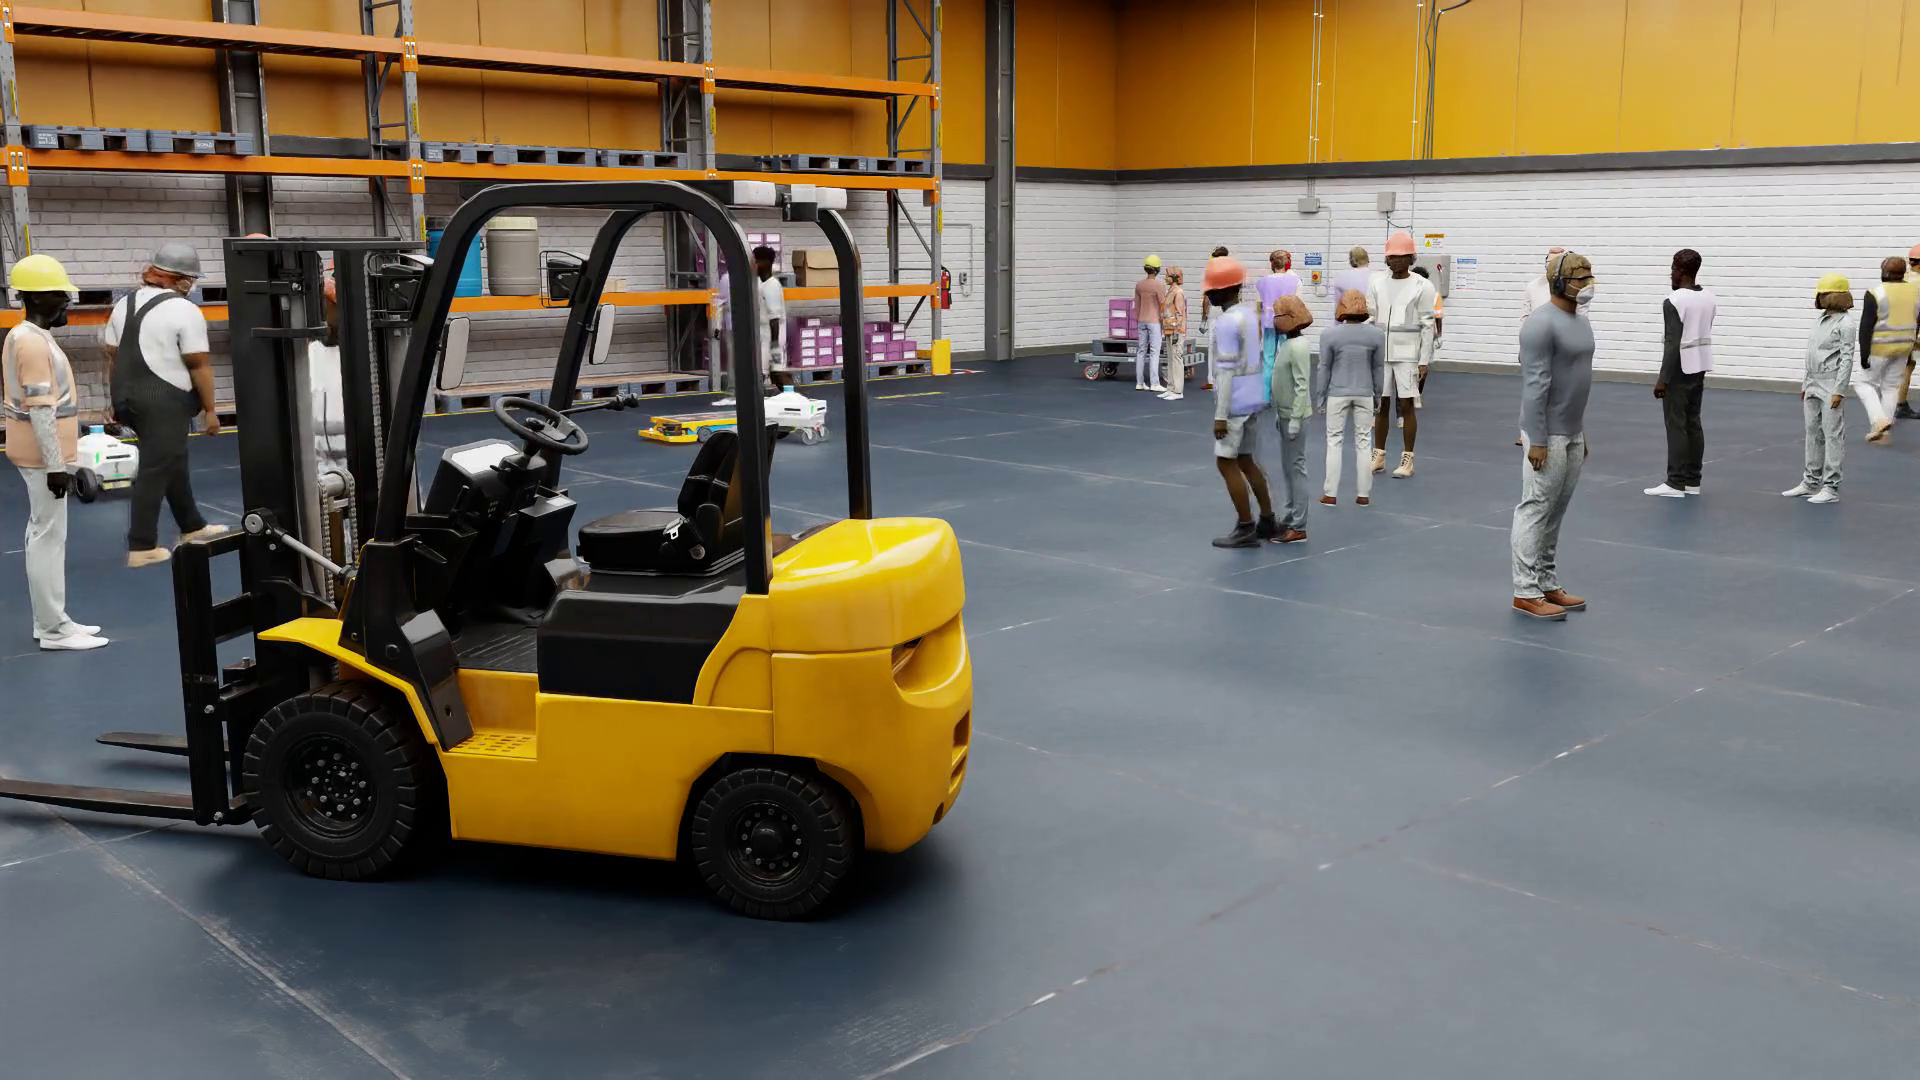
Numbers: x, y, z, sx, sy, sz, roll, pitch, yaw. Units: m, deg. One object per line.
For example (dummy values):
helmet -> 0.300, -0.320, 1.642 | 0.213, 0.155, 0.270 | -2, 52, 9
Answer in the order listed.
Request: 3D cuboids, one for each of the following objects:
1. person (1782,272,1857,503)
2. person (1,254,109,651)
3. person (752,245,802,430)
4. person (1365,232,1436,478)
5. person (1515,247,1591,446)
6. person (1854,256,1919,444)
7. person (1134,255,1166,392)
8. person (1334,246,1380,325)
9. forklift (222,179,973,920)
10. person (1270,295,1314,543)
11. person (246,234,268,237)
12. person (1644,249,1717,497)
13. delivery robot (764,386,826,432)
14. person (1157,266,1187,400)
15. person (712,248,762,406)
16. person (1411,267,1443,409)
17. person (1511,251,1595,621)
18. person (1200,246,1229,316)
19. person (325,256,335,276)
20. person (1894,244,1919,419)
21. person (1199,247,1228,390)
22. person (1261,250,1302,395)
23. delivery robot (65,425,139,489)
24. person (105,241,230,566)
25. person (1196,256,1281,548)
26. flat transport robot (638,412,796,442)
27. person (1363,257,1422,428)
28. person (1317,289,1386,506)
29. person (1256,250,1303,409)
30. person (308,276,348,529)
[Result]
person -> 6.577, -1.157, 12.663 | 0.293, 1.745, 0.486 | -1, 10, -6
person -> -4.459, -0.423, 8.157 | 0.382, 1.928, 0.587 | -6, 12, -29
person -> -1.995, -2.057, 17.081 | 0.869, 1.930, 0.608 | -1, 10, -4
person -> 3.636, -1.536, 13.915 | 0.615, 2.041, 0.377 | 9, 14, 42
person -> 5.658, -1.835, 15.918 | 0.643, 1.909, 0.410 | 7, 12, 33
person -> 8.982, -1.828, 16.103 | 0.631, 1.824, 0.465 | -1, 10, -3
person -> 2.497, -2.812, 21.625 | 0.313, 1.768, 0.533 | -9, 14, -39
person -> 4.599, -2.403, 19.055 | 0.660, 1.895, 0.412 | 3, 11, 15
forklift -> -1.114, -0.058, 5.440 | 2.313, 2.155, 1.214 | 2, 11, 13
person -> 2.180, -0.798, 11.005 | 0.282, 1.633, 0.498 | 0, 10, 1
person -> -5.790, -1.503, 13.764 | 0.401, 2.033, 0.605 | -9, 14, -40
person -> 5.621, -1.287, 12.899 | 0.594, 1.917, 0.373 | -8, 13, -36
delivery robot -> -1.668, -1.264, 16.236 | 0.707, 0.478, 0.477 | 4, 11, 21
person -> 2.635, -2.546, 20.521 | 0.309, 1.641, 0.513 | -1, 10, -6
person -> -2.615, -2.501, 19.650 | 0.734, 1.878, 0.387 | 0, 10, -1
person -> 5.276, -2.305, 19.161 | 0.539, 1.658, 0.783 | 1, 10, 8
person -> 3.175, -0.555, 8.854 | 0.373, 1.940, 0.629 | 9, 14, 40
person -> 4.059, -3.694, 26.228 | 0.562, 1.837, 0.845 | -3, 11, -15
person -> -4.760, -1.336, 13.107 | 0.357, 1.936, 0.551 | -4, 11, -23
person -> 10.560, -2.313, 18.440 | 0.375, 1.935, 0.550 | 1, 10, 6
person -> 3.372, -2.885, 21.770 | 0.513, 1.862, 0.328 | -4, 11, -22
person -> 4.025, -2.754, 21.120 | 0.429, 1.840, 0.624 | -8, 13, -35
delivery robot -> -6.650, -0.643, 12.848 | 0.707, 0.478, 0.477 | 9, 14, 40
person -> -4.906, -0.889, 10.391 | 0.696, 2.000, 0.871 | 6, 12, 30
person -> 1.796, -0.883, 10.793 | 0.515, 1.898, 0.637 | 5, 12, 27
flat transport robot -> -2.426, -1.148, 16.634 | 1.431, 0.197, 0.652 | -8, 13, -37
person -> 4.557, -2.173, 17.516 | 0.622, 1.994, 0.381 | 2, 11, 13
person -> 2.921, -1.058, 12.449 | 0.502, 1.626, 0.279 | 0, 10, 1
person -> 3.707, -2.436, 19.358 | 0.563, 1.847, 0.390 | 6, 12, 28
person -> -2.912, -0.354, 8.062 | 0.588, 1.843, 1.003 | 4, 11, 22
